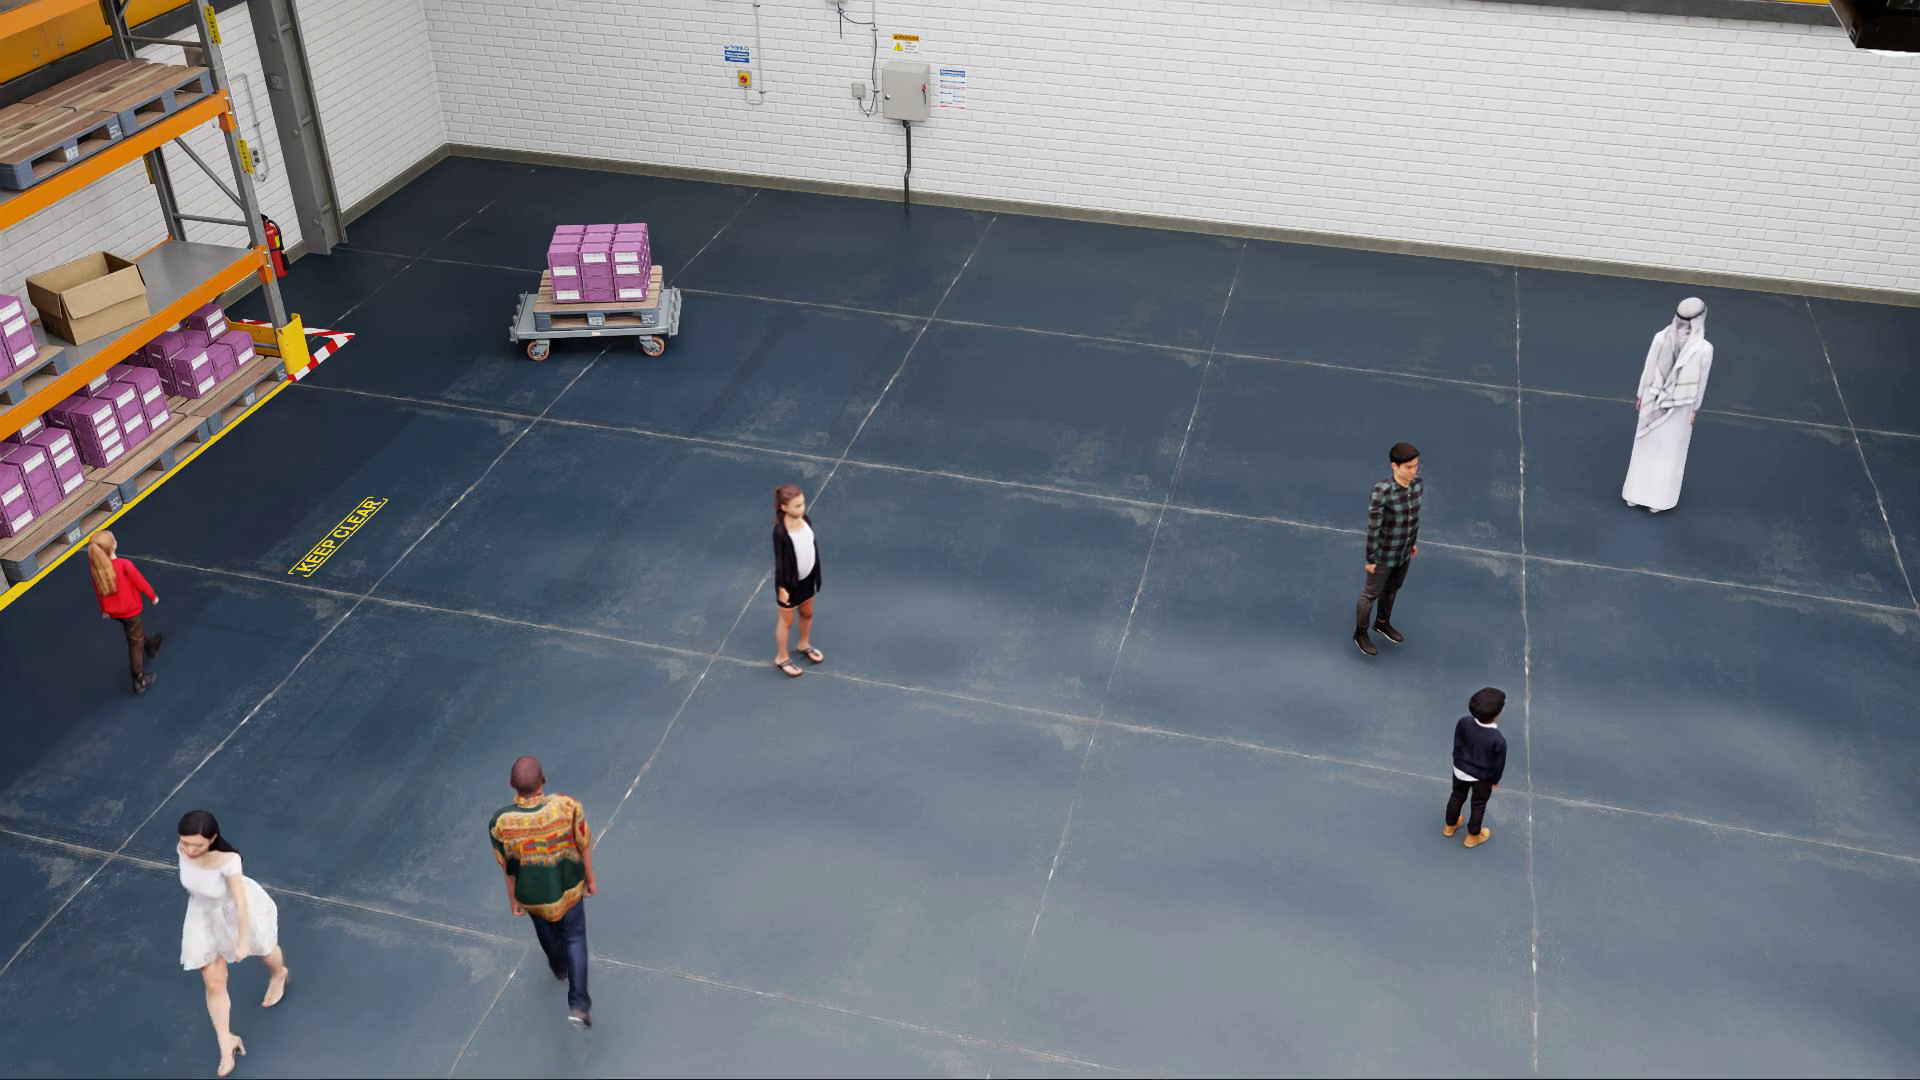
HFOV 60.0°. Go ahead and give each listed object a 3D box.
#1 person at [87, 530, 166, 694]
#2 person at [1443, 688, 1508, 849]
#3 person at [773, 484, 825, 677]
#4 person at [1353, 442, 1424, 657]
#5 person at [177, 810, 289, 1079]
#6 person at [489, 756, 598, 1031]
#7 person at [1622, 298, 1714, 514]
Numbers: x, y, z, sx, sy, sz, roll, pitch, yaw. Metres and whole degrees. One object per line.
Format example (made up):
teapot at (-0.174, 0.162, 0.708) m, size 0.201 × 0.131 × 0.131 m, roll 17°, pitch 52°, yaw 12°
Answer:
person at (-6.059, 0.538, 12.018) m, size 0.555 × 1.255 × 0.851 m, roll 6°, pitch 34°, yaw 8°
person at (3.312, 1.448, 10.673) m, size 0.628 × 1.227 × 0.590 m, roll -28°, pitch 43°, yaw -35°
person at (-1.214, 0.261, 12.165) m, size 0.685 × 1.552 × 0.603 m, roll 28°, pitch 43°, yaw 35°
person at (3.169, 0.037, 12.186) m, size 0.720 × 1.715 × 0.776 m, roll -20°, pitch 39°, yaw -27°
person at (-4.032, 2.092, 9.253) m, size 0.605 × 1.726 × 0.963 m, roll 13°, pitch 36°, yaw 19°
person at (-2.300, 1.996, 9.344) m, size 1.040 × 1.786 × 1.217 m, roll -9°, pitch 35°, yaw -13°
person at (5.928, -1.125, 13.914) m, size 0.784 × 1.924 × 0.772 m, roll 22°, pitch 40°, yaw 30°
